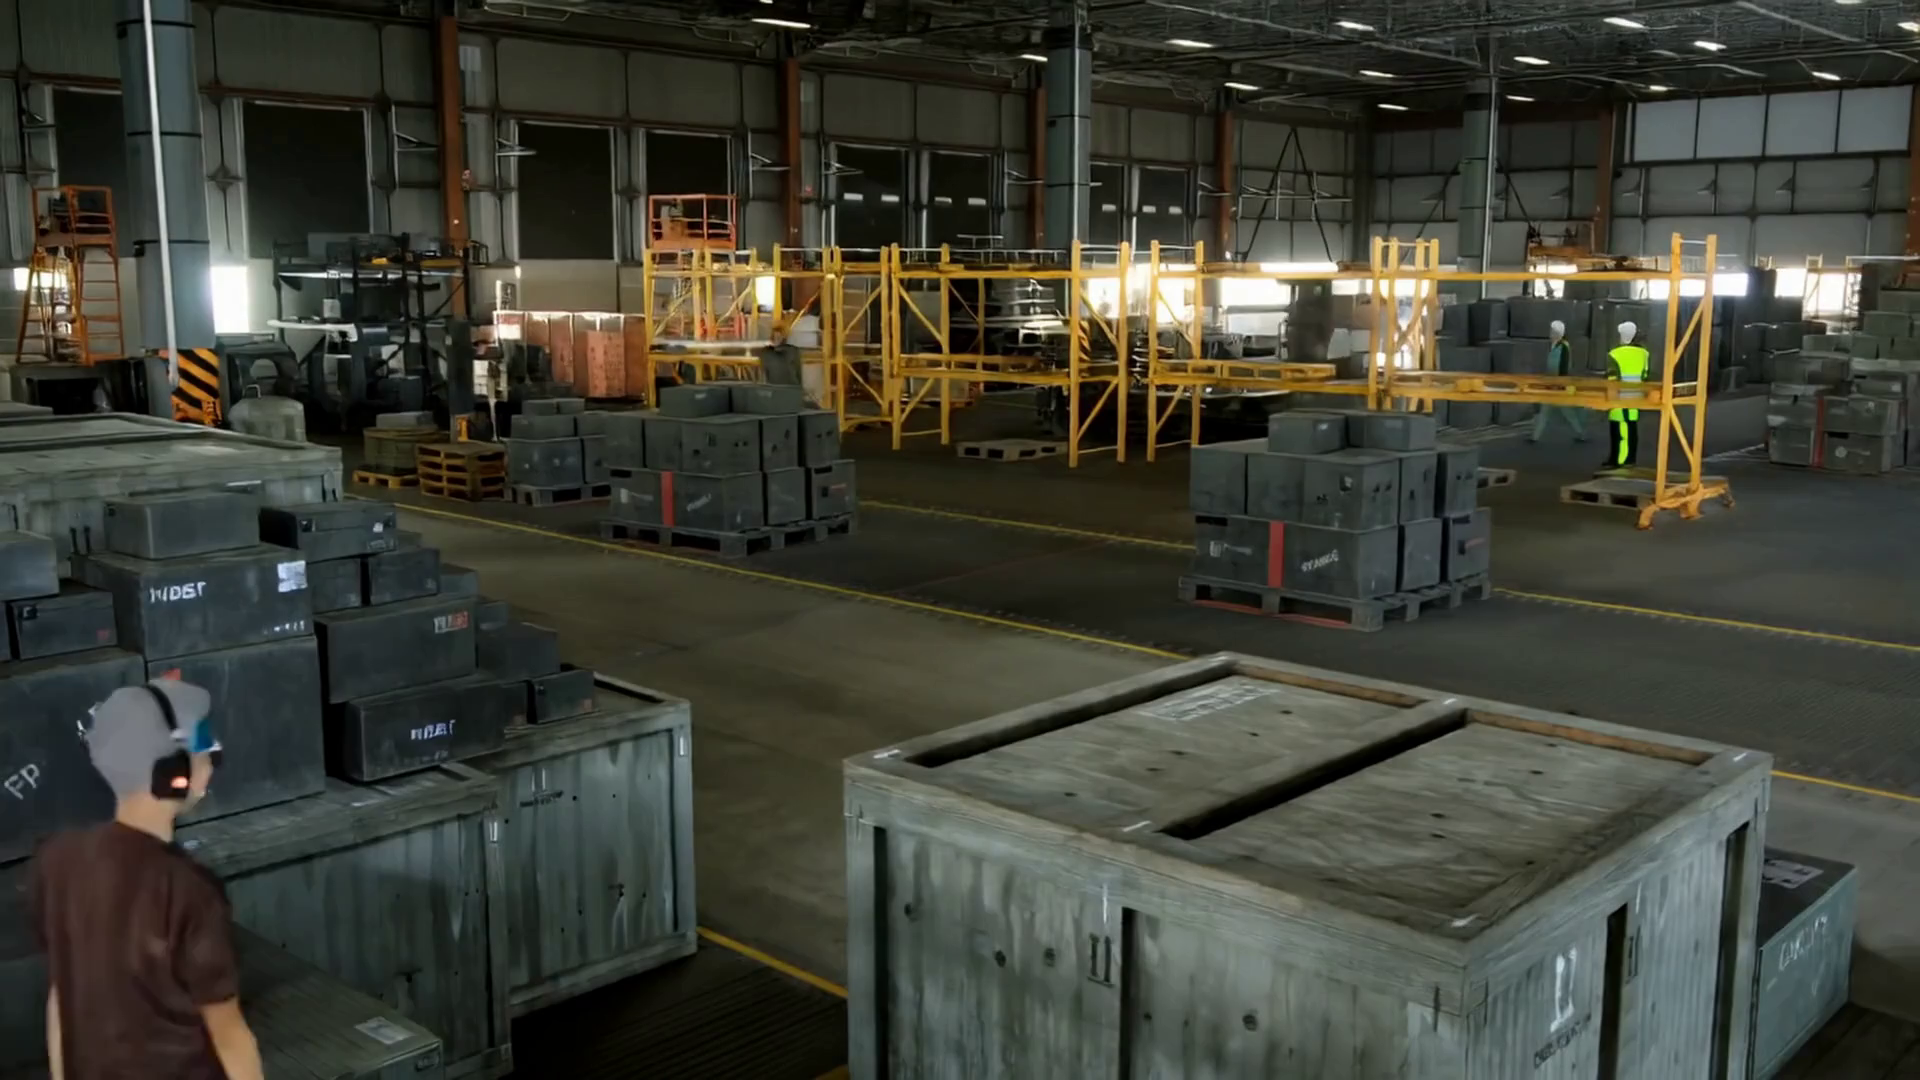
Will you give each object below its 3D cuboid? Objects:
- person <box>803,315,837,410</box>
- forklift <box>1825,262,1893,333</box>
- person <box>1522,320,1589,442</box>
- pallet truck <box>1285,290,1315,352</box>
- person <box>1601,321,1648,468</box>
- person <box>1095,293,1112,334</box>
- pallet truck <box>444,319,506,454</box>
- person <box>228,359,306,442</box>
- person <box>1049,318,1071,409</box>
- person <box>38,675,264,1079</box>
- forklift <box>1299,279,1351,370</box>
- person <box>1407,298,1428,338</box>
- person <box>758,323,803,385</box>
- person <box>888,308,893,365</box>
[{"bbox_3d":[-2.611,-3.248,30.706,0.665,1.820,0.532,-1,9,-6],"label":"person"},{"bbox_3d":[23.174,-5.666,42.287,1.129,2.768,1.873,-5,11,-29],"label":"forklift"},{"bbox_3d":[9.219,-2.436,25.548,0.951,1.880,0.600,0,9,3],"label":"person"},{"bbox_3d":[11.297,-6.951,52.861,1.885,1.965,0.823,-5,11,-29],"label":"pallet truck"},{"bbox_3d":[8.852,-1.933,22.189,0.600,1.967,0.368,-2,9,-10],"label":"person"},{"bbox_3d":[4.431,-6.655,51.270,0.544,1.929,0.386,-1,9,-7],"label":"person"},{"bbox_3d":[-6.981,-1.942,22.150,1.885,1.965,0.823,1,9,9],"label":"pallet truck"},{"bbox_3d":[-5.742,-0.542,13.836,0.591,1.915,0.396,-3,10,-20],"label":"person"},{"bbox_3d":[1.918,-3.338,31.515,0.485,1.738,0.320,1,9,9],"label":"person"},{"bbox_3d":[-1.573,1.180,3.477,0.552,1.844,0.720,6,11,32],"label":"person"},{"bbox_3d":[9.407,-5.936,43.940,1.873,2.768,1.129,-8,12,-39],"label":"forklift"},{"bbox_3d":[13.485,-6.250,48.999,0.606,1.850,0.869,2,9,9],"label":"person"},{"bbox_3d":[-2.440,-2.015,22.829,0.631,1.927,0.593,3,10,17],"label":"person"},{"bbox_3d":[-1.800,-5.271,43.685,0.315,1.634,0.517,3,10,18],"label":"person"}]
